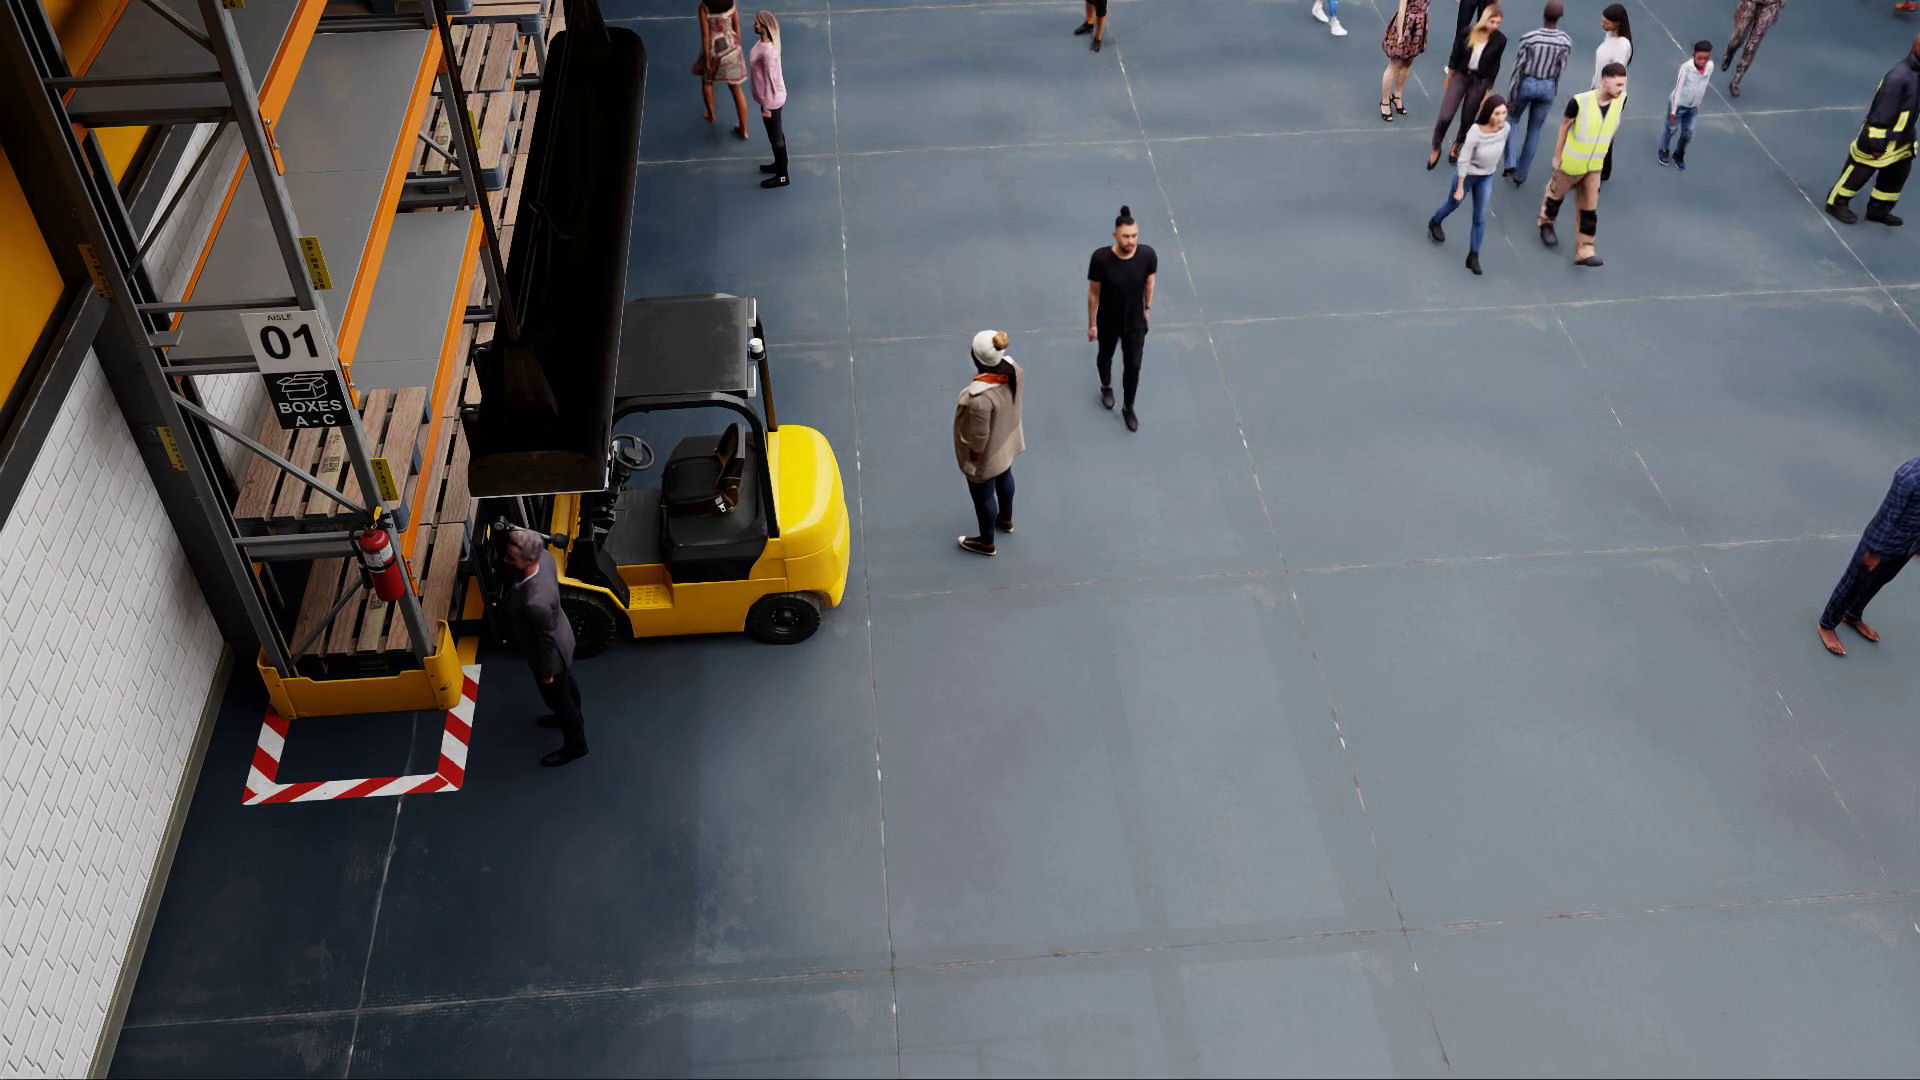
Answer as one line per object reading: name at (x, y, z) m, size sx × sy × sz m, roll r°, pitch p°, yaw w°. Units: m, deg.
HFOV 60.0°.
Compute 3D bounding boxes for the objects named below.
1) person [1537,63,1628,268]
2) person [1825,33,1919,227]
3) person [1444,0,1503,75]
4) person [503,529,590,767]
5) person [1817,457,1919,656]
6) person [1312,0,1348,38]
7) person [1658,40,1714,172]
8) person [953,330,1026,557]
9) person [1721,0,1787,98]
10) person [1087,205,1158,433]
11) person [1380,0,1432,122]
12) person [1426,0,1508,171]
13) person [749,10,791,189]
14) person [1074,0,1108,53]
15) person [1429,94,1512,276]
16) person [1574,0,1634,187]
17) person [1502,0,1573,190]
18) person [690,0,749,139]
person at (5.306, -3.311, 14.295) m, size 0.738 × 1.800 × 1.063 m, roll -5°, pitch 44°, yaw -5°
person at (8.092, -3.658, 14.653) m, size 0.989 × 1.808 × 1.065 m, roll -26°, pitch 49°, yaw -25°
person at (5.177, -5.411, 16.571) m, size 0.634 × 1.701 × 0.586 m, roll 1°, pitch 44°, yaw 1°
person at (-2.526, 0.626, 10.131) m, size 0.803 × 1.843 × 0.583 m, roll -9°, pitch 44°, yaw -9°
person at (6.088, -0.034, 10.842) m, size 0.729 × 1.818 × 0.706 m, roll -15°, pitch 46°, yaw -15°
person at (3.932, -6.251, 17.412) m, size 0.779 × 1.758 × 1.067 m, roll -15°, pitch 45°, yaw -15°
person at (6.754, -4.114, 15.541) m, size 0.499 × 1.244 × 0.568 m, roll 0°, pitch 44°, yaw 0°
person at (0.220, -0.702, 11.491) m, size 0.881 × 1.891 × 0.795 m, roll 22°, pitch 48°, yaw 21°
person at (7.872, -5.270, 16.421) m, size 0.712 × 1.705 × 0.878 m, roll 8°, pitch 44°, yaw 9°
person at (1.190, -1.762, 12.641) m, size 0.672 × 1.840 × 0.829 m, roll -2°, pitch 44°, yaw -2°
person at (4.313, -4.893, 15.974) m, size 0.795 × 1.775 × 0.835 m, roll -27°, pitch 50°, yaw -26°
person at (4.736, -4.221, 15.366) m, size 0.758 × 1.640 × 0.815 m, roll 17°, pitch 46°, yaw 17°
person at (-1.709, -4.026, 15.126) m, size 0.651 × 1.688 × 0.468 m, roll -4°, pitch 44°, yaw -5°
person at (1.431, -5.919, 17.152) m, size 0.887 × 1.636 × 0.982 m, roll 23°, pitch 48°, yaw 23°
person at (4.348, -3.114, 14.239) m, size 0.757 × 1.592 × 1.080 m, roll -14°, pitch 45°, yaw -14°
person at (5.892, -3.959, 15.002) m, size 0.853 × 1.763 × 0.795 m, roll 10°, pitch 45°, yaw 10°
person at (5.174, -3.943, 14.975) m, size 0.701 × 1.777 × 0.726 m, roll 9°, pitch 44°, yaw 9°
person at (-2.231, -4.581, 15.762) m, size 0.889 × 1.614 × 0.995 m, roll -27°, pitch 50°, yaw -26°
